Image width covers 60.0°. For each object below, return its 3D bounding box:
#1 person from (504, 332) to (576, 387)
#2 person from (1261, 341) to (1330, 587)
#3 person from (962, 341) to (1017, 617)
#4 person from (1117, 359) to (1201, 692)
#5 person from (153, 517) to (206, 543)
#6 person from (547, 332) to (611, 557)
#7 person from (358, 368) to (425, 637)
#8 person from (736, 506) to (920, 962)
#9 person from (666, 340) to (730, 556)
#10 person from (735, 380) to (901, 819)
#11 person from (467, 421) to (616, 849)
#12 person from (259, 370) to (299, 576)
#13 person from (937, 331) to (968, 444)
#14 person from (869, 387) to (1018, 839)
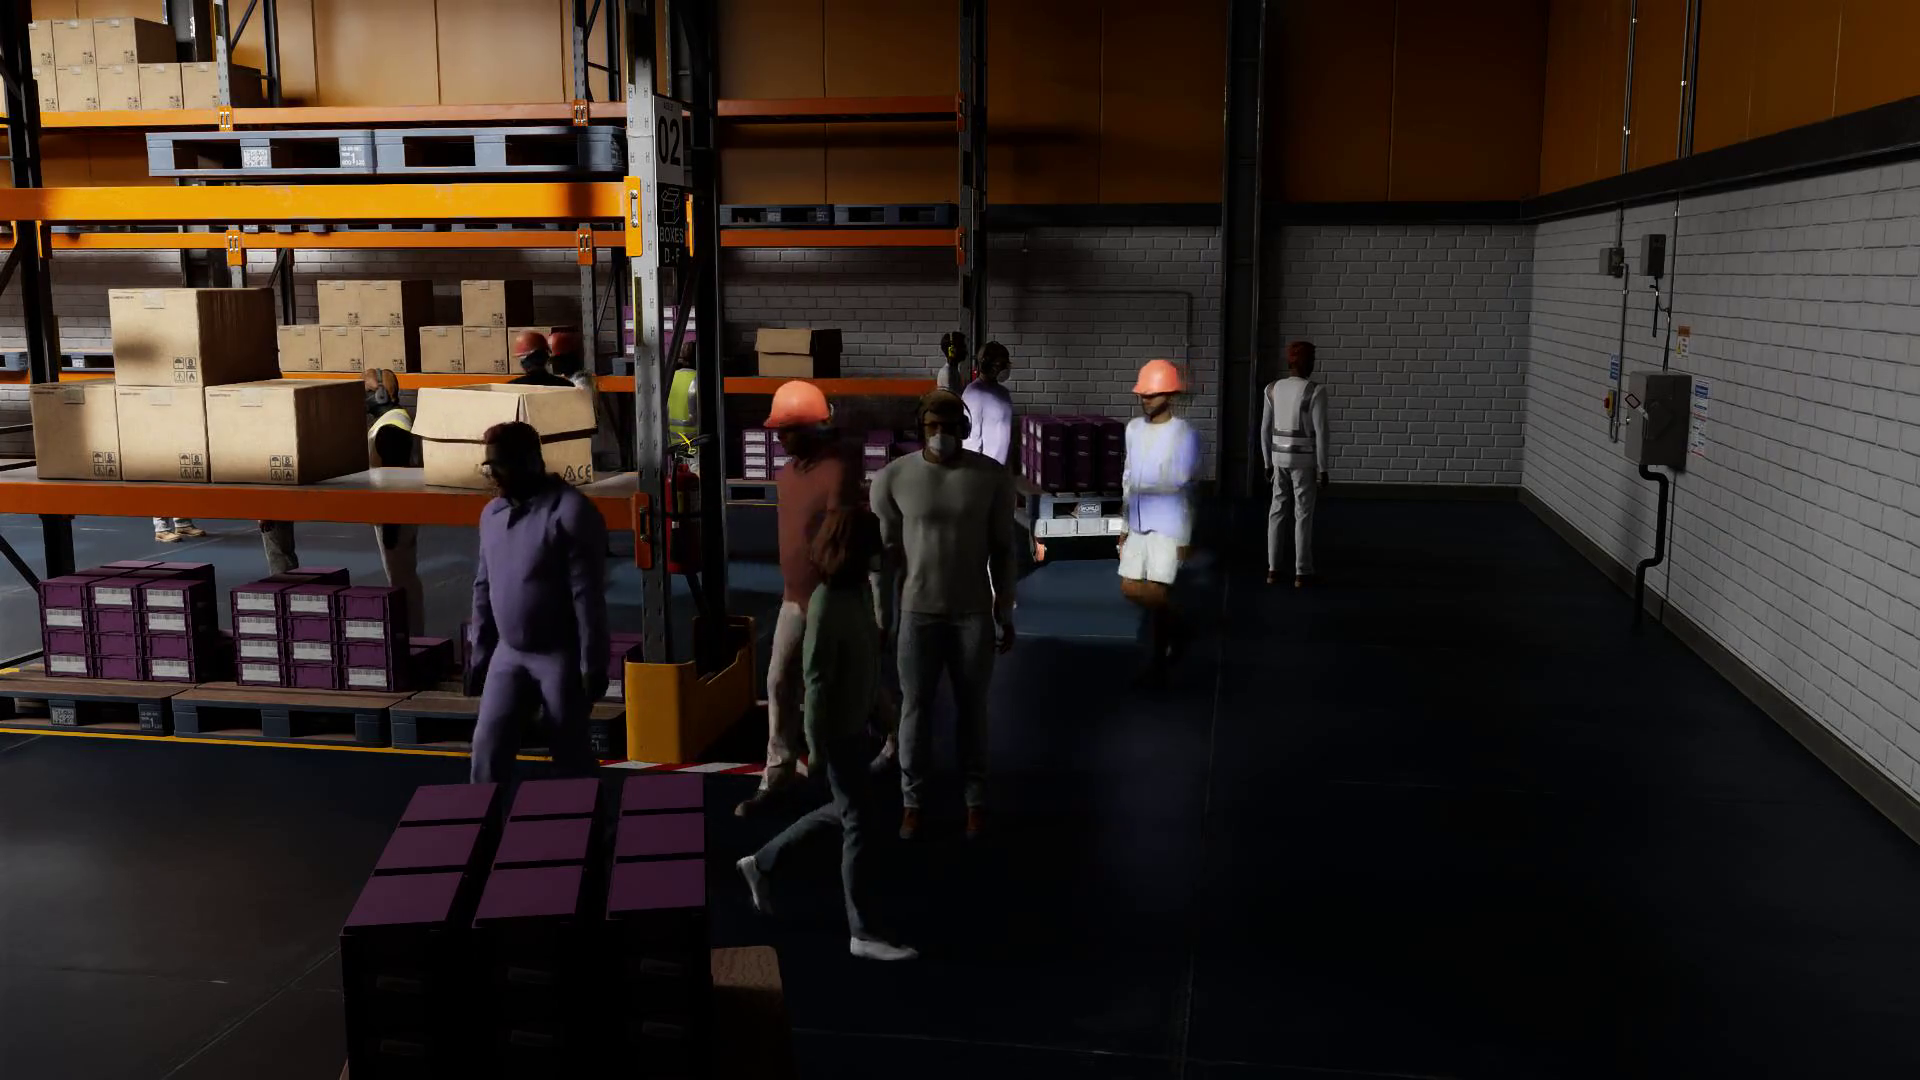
[{"bbox_3d":[-3.137,-0.578,12.580,0.640,1.968,0.653,-7,11,-36],"label":"person"},{"bbox_3d":[2.582,-0.583,12.788,0.342,1.882,0.579,-9,13,-43],"label":"person"},{"bbox_3d":[0.192,-0.430,11.698,0.356,1.933,0.628,4,10,23],"label":"person"},{"bbox_3d":[1.179,-0.094,9.644,0.554,1.918,0.562,-7,11,-36],"label":"person"},{"bbox_3d":[-7.071,-0.910,14.949,0.430,1.845,0.624,3,10,16],"label":"person"},{"bbox_3d":[-3.196,-0.773,13.873,0.556,1.903,0.564,-8,12,-39],"label":"person"},{"bbox_3d":[-3.485,-0.135,10.187,0.430,1.835,0.621,-4,10,-22],"label":"person"},{"bbox_3d":[-0.479,0.668,5.848,0.651,1.614,0.500,2,9,11],"label":"person"},{"bbox_3d":[-2.214,-0.761,14.019,0.637,1.842,0.429,8,12,40],"label":"person"},{"bbox_3d":[-0.567,0.245,7.507,0.948,1.951,0.610,-8,12,-41],"label":"person"},{"bbox_3d":[-1.739,0.450,6.529,0.667,1.834,0.876,5,11,30],"label":"person"},{"bbox_3d":[-4.534,-0.261,10.946,0.404,1.833,0.590,-3,10,-18],"label":"person"},{"bbox_3d":[-0.051,-0.958,15.141,0.328,1.876,0.513,0,9,-1],"label":"person"},{"bbox_3d":[-0.066,0.316,7.074,0.634,1.935,0.374,-1,9,-5],"label":"person"}]
